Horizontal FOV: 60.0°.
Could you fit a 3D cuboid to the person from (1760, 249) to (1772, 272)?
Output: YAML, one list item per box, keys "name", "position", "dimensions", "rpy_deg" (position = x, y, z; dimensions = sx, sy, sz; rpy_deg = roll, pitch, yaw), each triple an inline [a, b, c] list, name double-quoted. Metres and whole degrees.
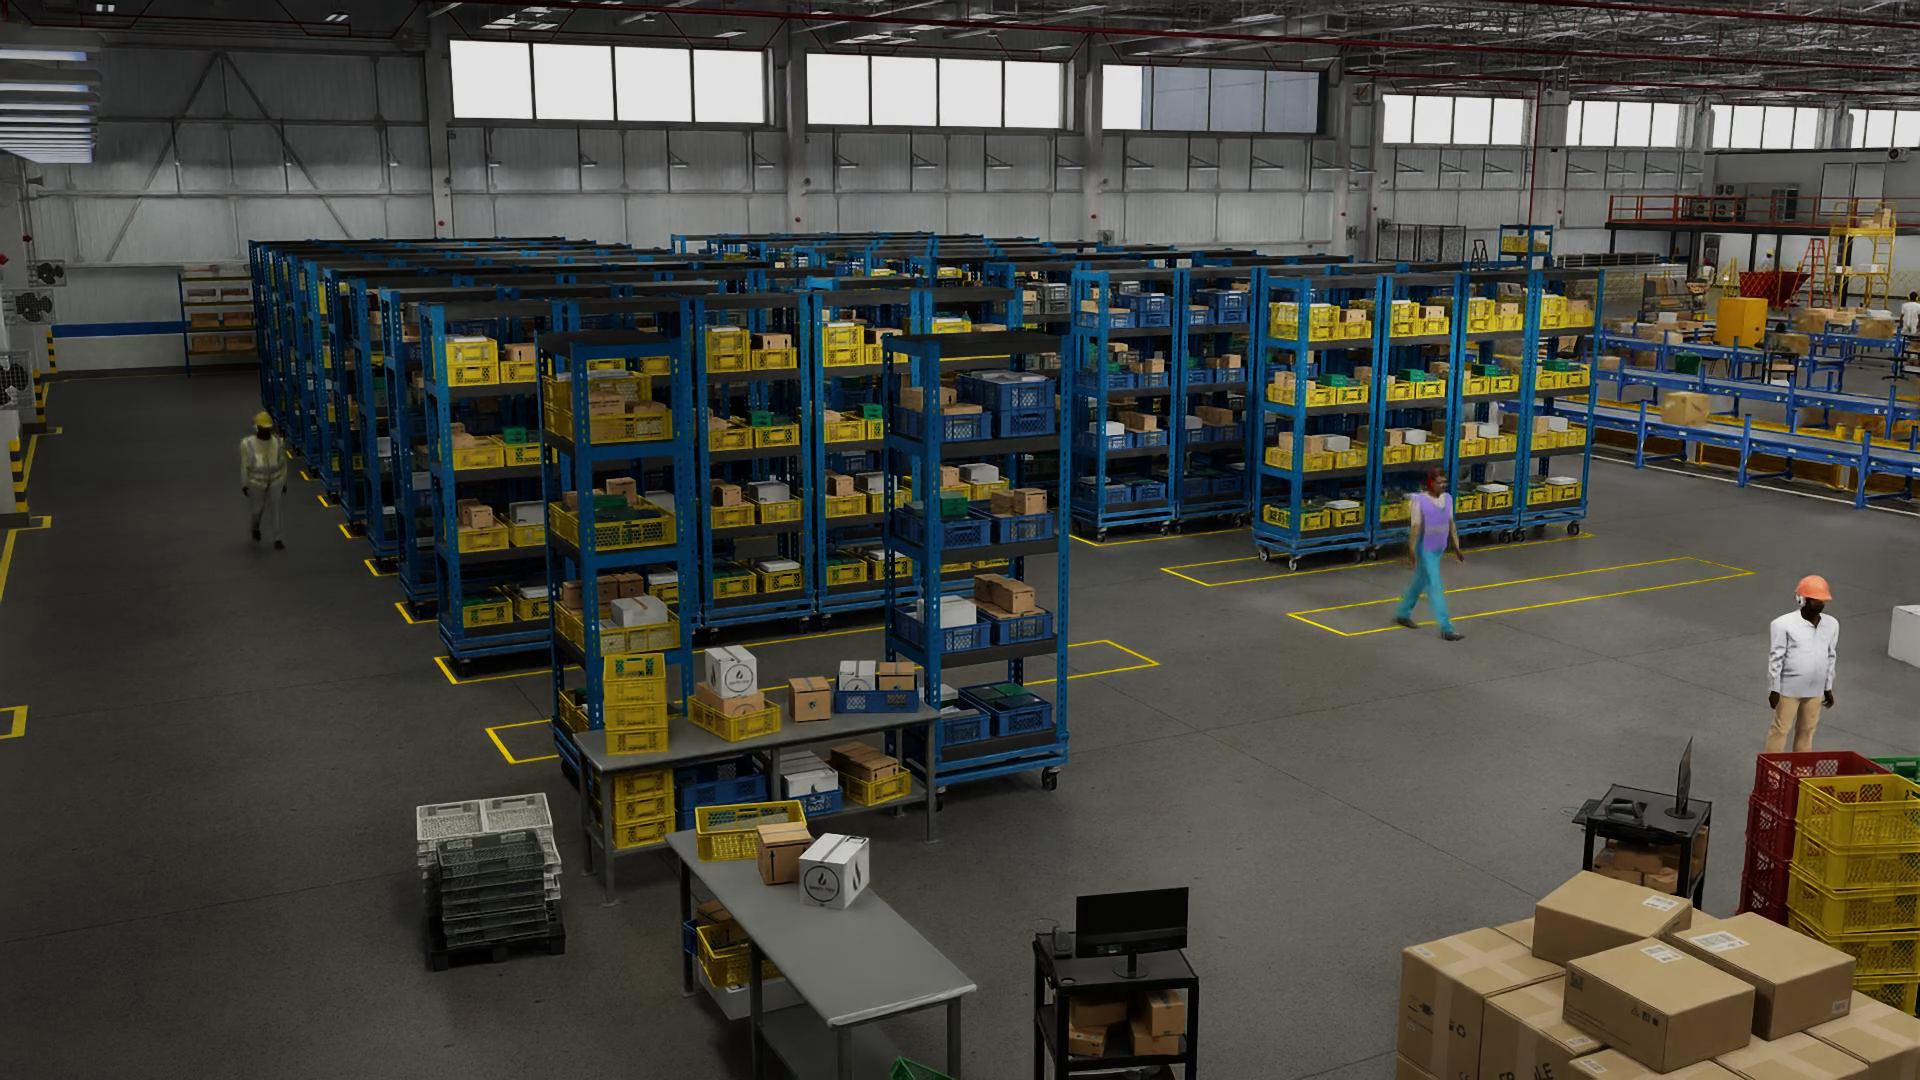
- name: "person"
  position: [35.190, -11.741, 72.679]
  dimensions: [0.389, 1.925, 0.596]
  rpy_deg: [5, 13, 21]

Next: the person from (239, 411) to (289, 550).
- name: "person"
  position: [-9.056, -0.783, 21.668]
  dimensions: [0.607, 1.816, 0.557]
  rpy_deg: [-9, 15, -36]

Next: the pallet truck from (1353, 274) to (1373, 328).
- name: "pallet truck"
  position: [13.011, -8.050, 55.243]
  dimensions: [0.823, 1.965, 1.885]
  rpy_deg: [-7, 14, -28]

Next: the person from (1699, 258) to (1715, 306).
- name: "person"
  position: [29.205, -10.087, 65.098]
  dimensions: [0.573, 1.868, 0.594]
  rpy_deg: [8, 14, 33]

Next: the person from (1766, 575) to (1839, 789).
- name: "person"
  position: [6.522, 1.128, 12.880]
  dimensions: [0.563, 1.755, 0.322]
  rpy_deg: [-2, 12, -10]

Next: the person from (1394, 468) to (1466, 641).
- name: "person"
  position: [4.975, 0.121, 17.502]
  dimensions: [0.592, 1.797, 0.962]
  rpy_deg: [-10, 16, -39]

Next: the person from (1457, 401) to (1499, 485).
- name: "person"
  position: [7.751, -1.495, 24.864]
  dimensions: [0.647, 1.882, 0.782]
  rpy_deg: [-7, 14, -28]

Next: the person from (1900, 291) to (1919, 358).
- name: "person"
  position: [25.587, -5.754, 44.806]
  dimensions: [0.512, 1.872, 0.330]
  rpy_deg: [9, 15, 36]
